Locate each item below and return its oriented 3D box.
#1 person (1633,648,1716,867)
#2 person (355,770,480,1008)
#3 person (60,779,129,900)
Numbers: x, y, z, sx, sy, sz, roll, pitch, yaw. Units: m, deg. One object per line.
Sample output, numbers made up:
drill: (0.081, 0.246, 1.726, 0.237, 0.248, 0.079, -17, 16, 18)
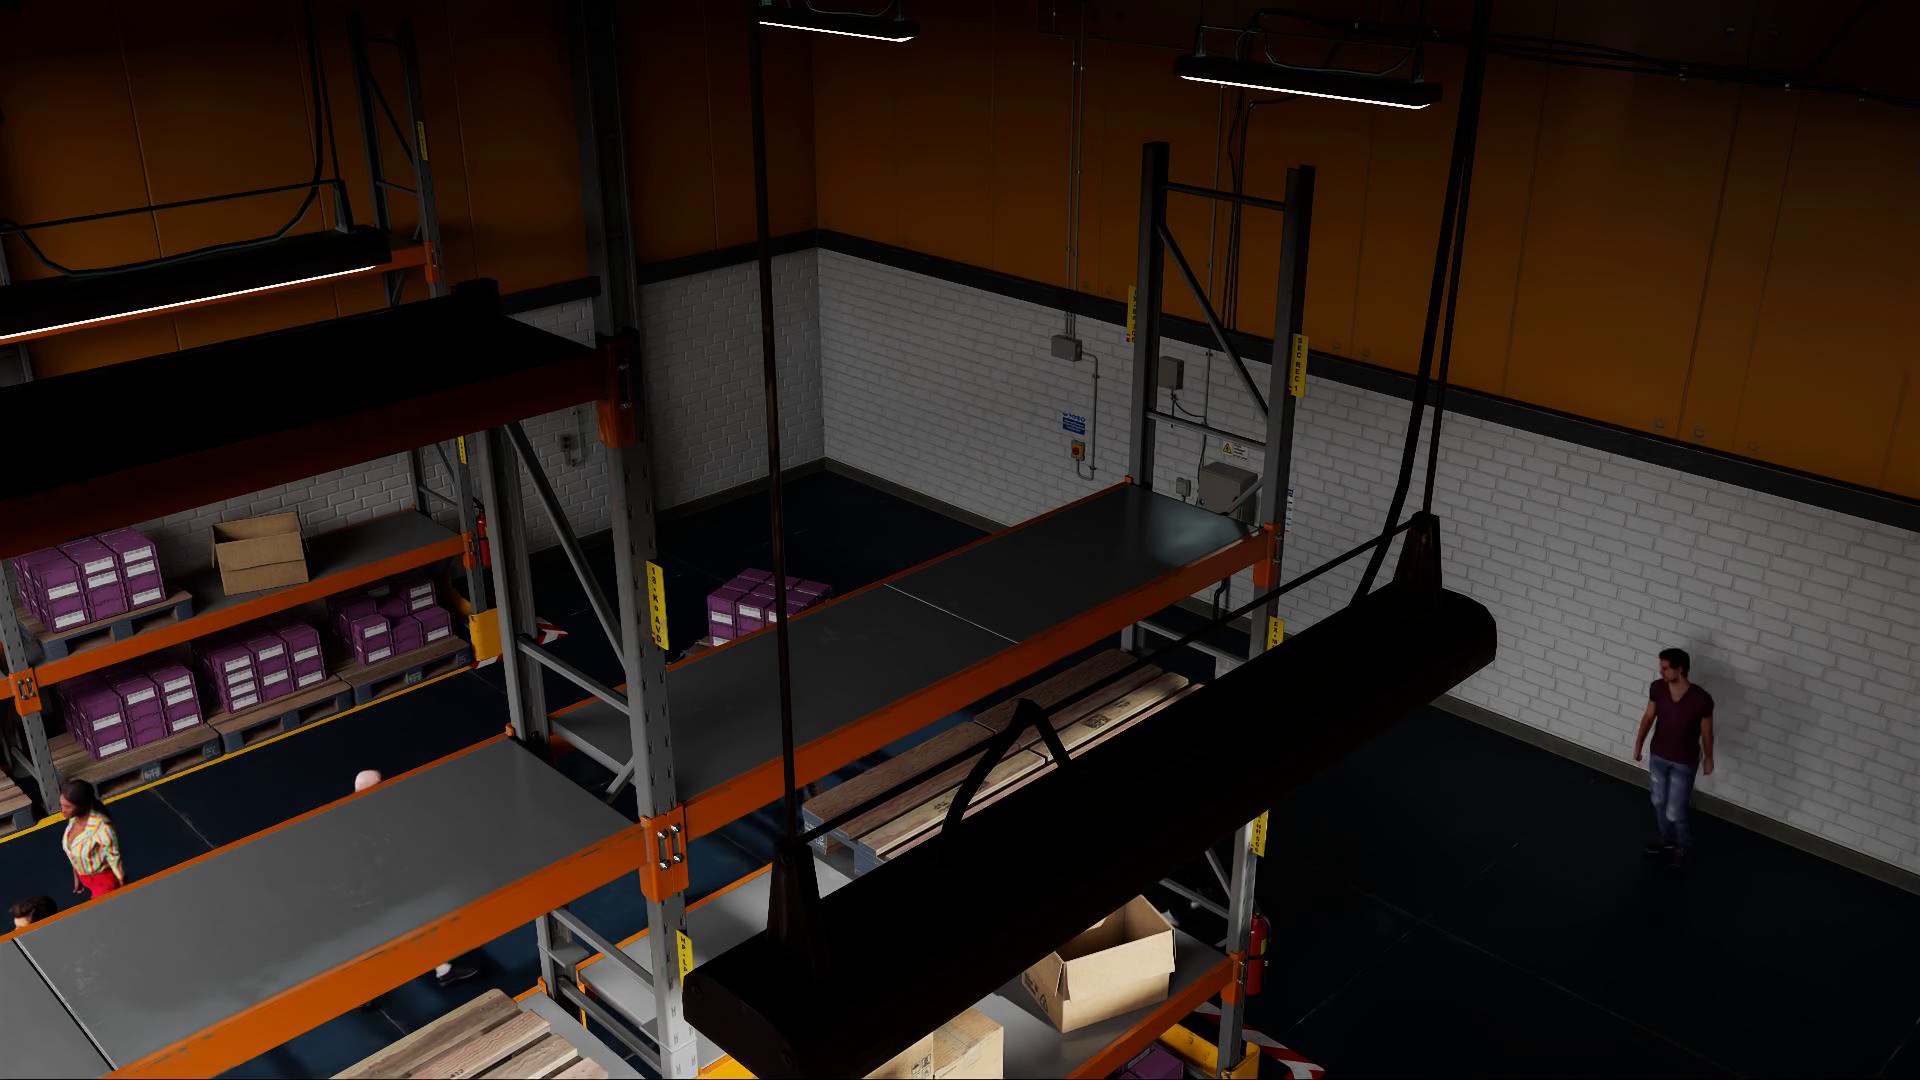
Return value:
person: (5.591, 1.670, 12.874, 0.742, 1.804, 0.726, 21, 31, 39)
person: (-3.981, 2.396, 11.221, 1.278, 1.797, 1.139, -3, 24, -7)
person: (-5.737, 2.371, 11.360, 0.744, 1.732, 1.251, 17, 29, 34)
